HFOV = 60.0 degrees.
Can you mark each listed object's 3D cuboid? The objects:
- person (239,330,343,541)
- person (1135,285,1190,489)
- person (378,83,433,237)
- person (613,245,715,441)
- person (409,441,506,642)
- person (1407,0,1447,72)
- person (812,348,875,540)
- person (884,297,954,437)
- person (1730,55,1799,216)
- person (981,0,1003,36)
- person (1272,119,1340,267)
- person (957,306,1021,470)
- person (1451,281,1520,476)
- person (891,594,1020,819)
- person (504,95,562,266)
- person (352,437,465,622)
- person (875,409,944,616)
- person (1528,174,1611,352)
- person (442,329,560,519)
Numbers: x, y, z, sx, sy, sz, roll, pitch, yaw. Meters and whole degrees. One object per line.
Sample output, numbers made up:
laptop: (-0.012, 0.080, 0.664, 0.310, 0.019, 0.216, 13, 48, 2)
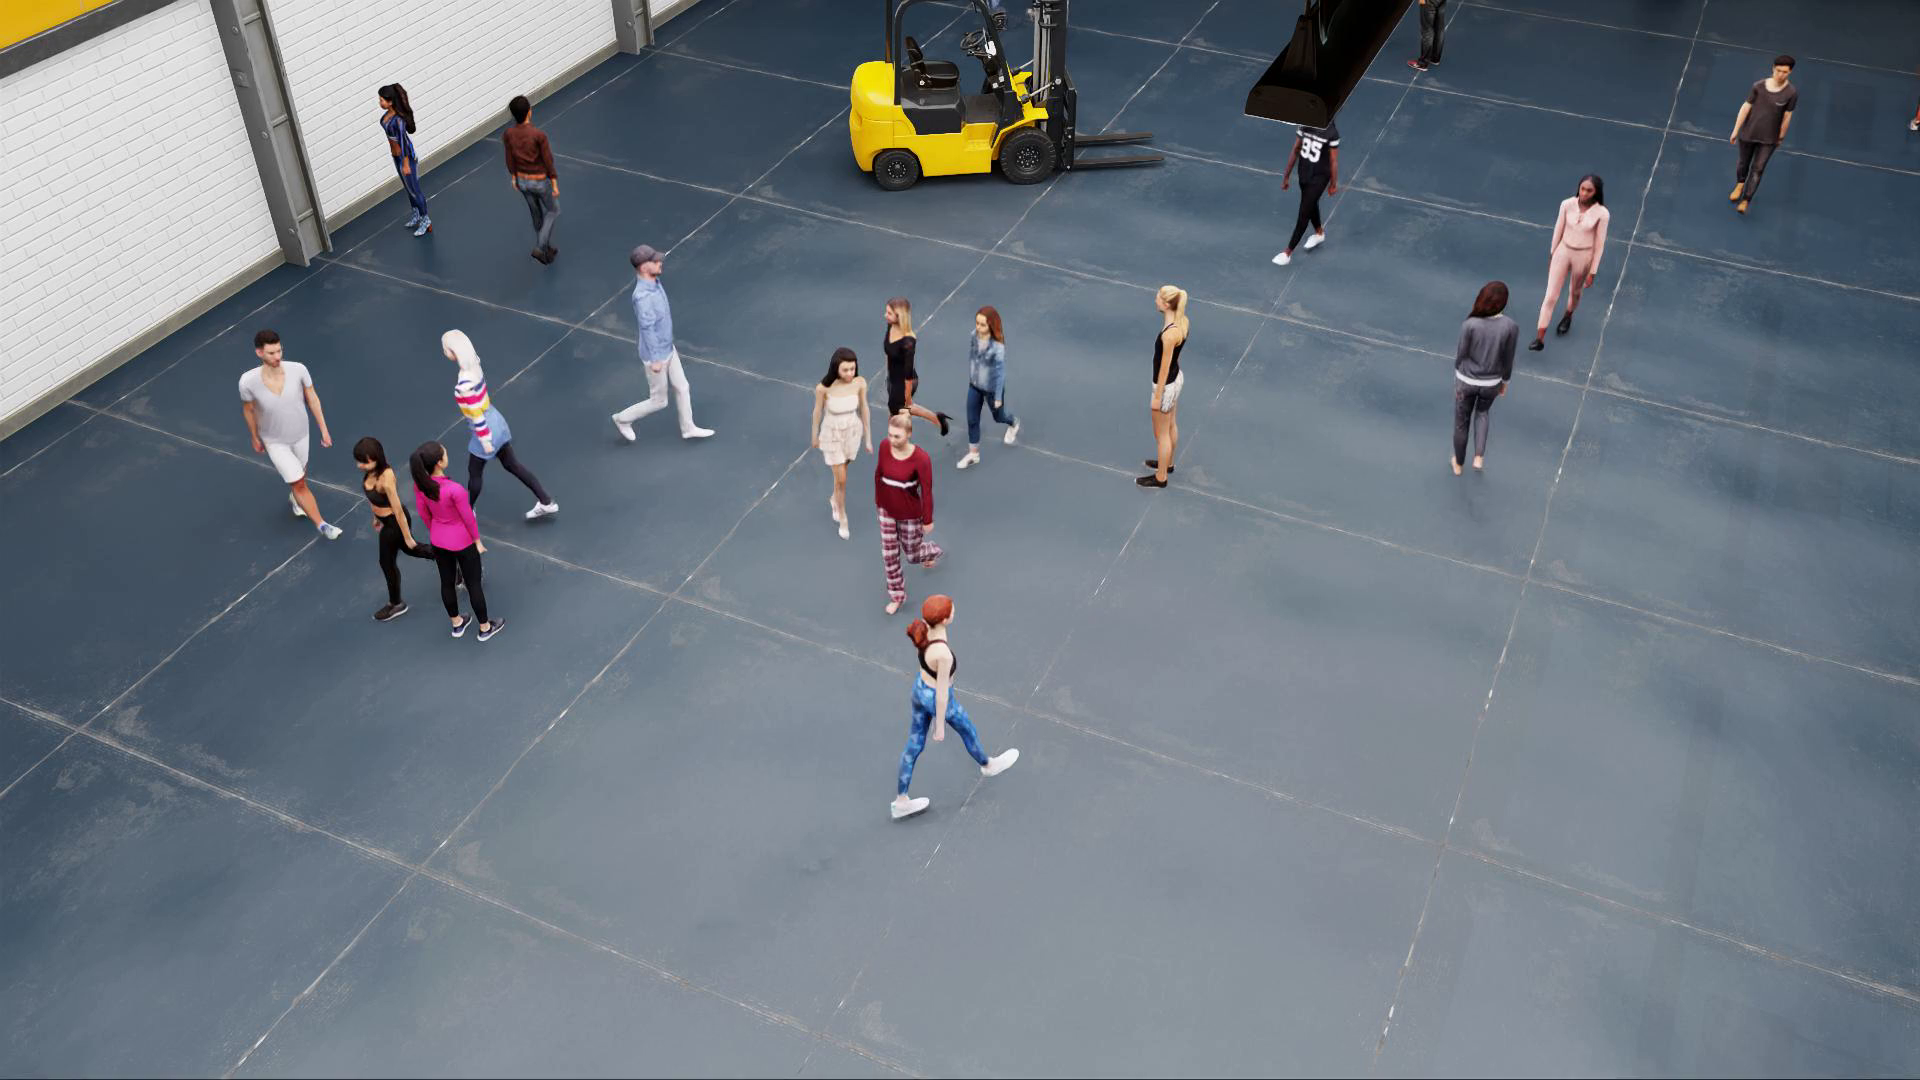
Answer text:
person: (-5.325, -0.870, 13.050, 1.200, 1.797, 1.100, -24, 44, -27)
person: (1.690, -1.261, 13.502, 0.663, 1.844, 0.470, 13, 40, 15)
person: (-5.673, -3.891, 16.980, 0.716, 1.614, 0.693, -21, 43, -24)
person: (-2.592, -1.591, 13.899, 0.965, 1.863, 1.105, 2, 39, 2)
person: (-3.674, 0.014, 12.030, 0.608, 1.700, 0.591, 12, 40, 14)
person: (5.822, -6.669, 20.317, 0.610, 1.800, 0.757, -30, 47, -32)
person: (-0.971, -0.845, 13.091, 0.785, 1.706, 0.842, -14, 41, -17)
person: (-0.404, -1.286, 13.681, 1.009, 1.658, 0.914, -15, 41, -18)
person: (8.403, -4.298, 17.441, 0.758, 1.675, 1.071, 24, 45, 27)
person: (0.449, -7.098, 21.290, 0.553, 1.246, 0.580, 24, 45, 27)
person: (3.558, -3.606, 16.567, 1.234, 1.682, 0.923, -30, 48, -32)
person: (0.282, -1.308, 13.873, 0.784, 1.455, 1.037, 31, 48, 33)
person: (4.239, -1.255, 13.561, 0.705, 1.760, 0.734, 5, 39, 6)
person: (-0.244, 1.105, 10.634, 1.234, 1.735, 1.014, -21, 43, -24)
person: (-4.204, -3.467, 16.323, 0.777, 1.771, 0.892, 7, 39, 9)
person: (-4.091, -0.140, 12.290, 1.098, 1.605, 0.930, -19, 42, -22)
person: (-0.395, -0.246, 12.365, 0.629, 1.677, 0.866, 18, 42, 21)
person: (5.672, -2.574, 15.287, 0.761, 1.668, 1.179, 22, 44, 25)
person: (-3.625, -0.853, 13.062, 1.073, 1.755, 1.213, -2, 39, -2)
